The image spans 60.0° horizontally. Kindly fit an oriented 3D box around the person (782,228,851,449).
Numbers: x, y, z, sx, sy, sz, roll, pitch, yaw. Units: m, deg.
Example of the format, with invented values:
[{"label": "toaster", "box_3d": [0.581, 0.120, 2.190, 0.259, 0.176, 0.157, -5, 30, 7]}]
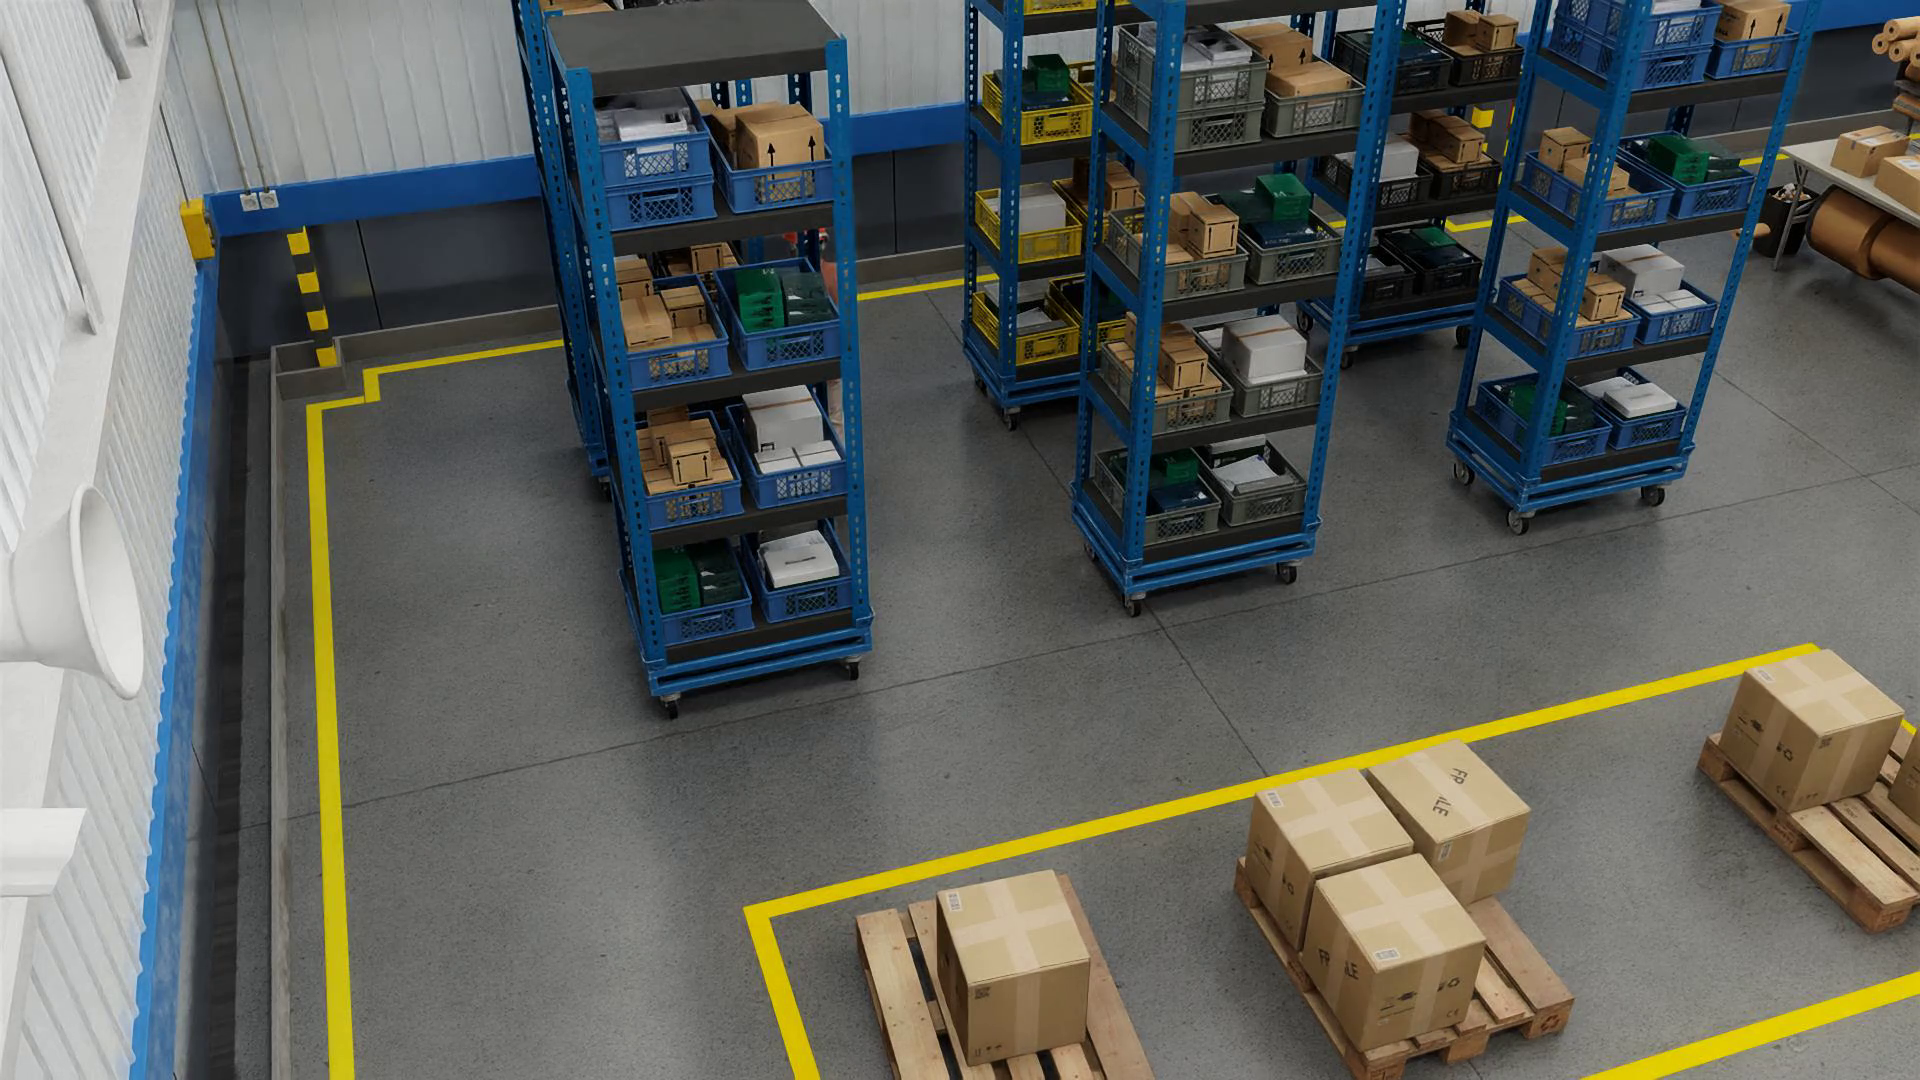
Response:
[{"label": "person", "box_3d": [-0.884, -1.062, 10.067, 0.629, 1.981, 0.410, -30, 45, -35]}]
